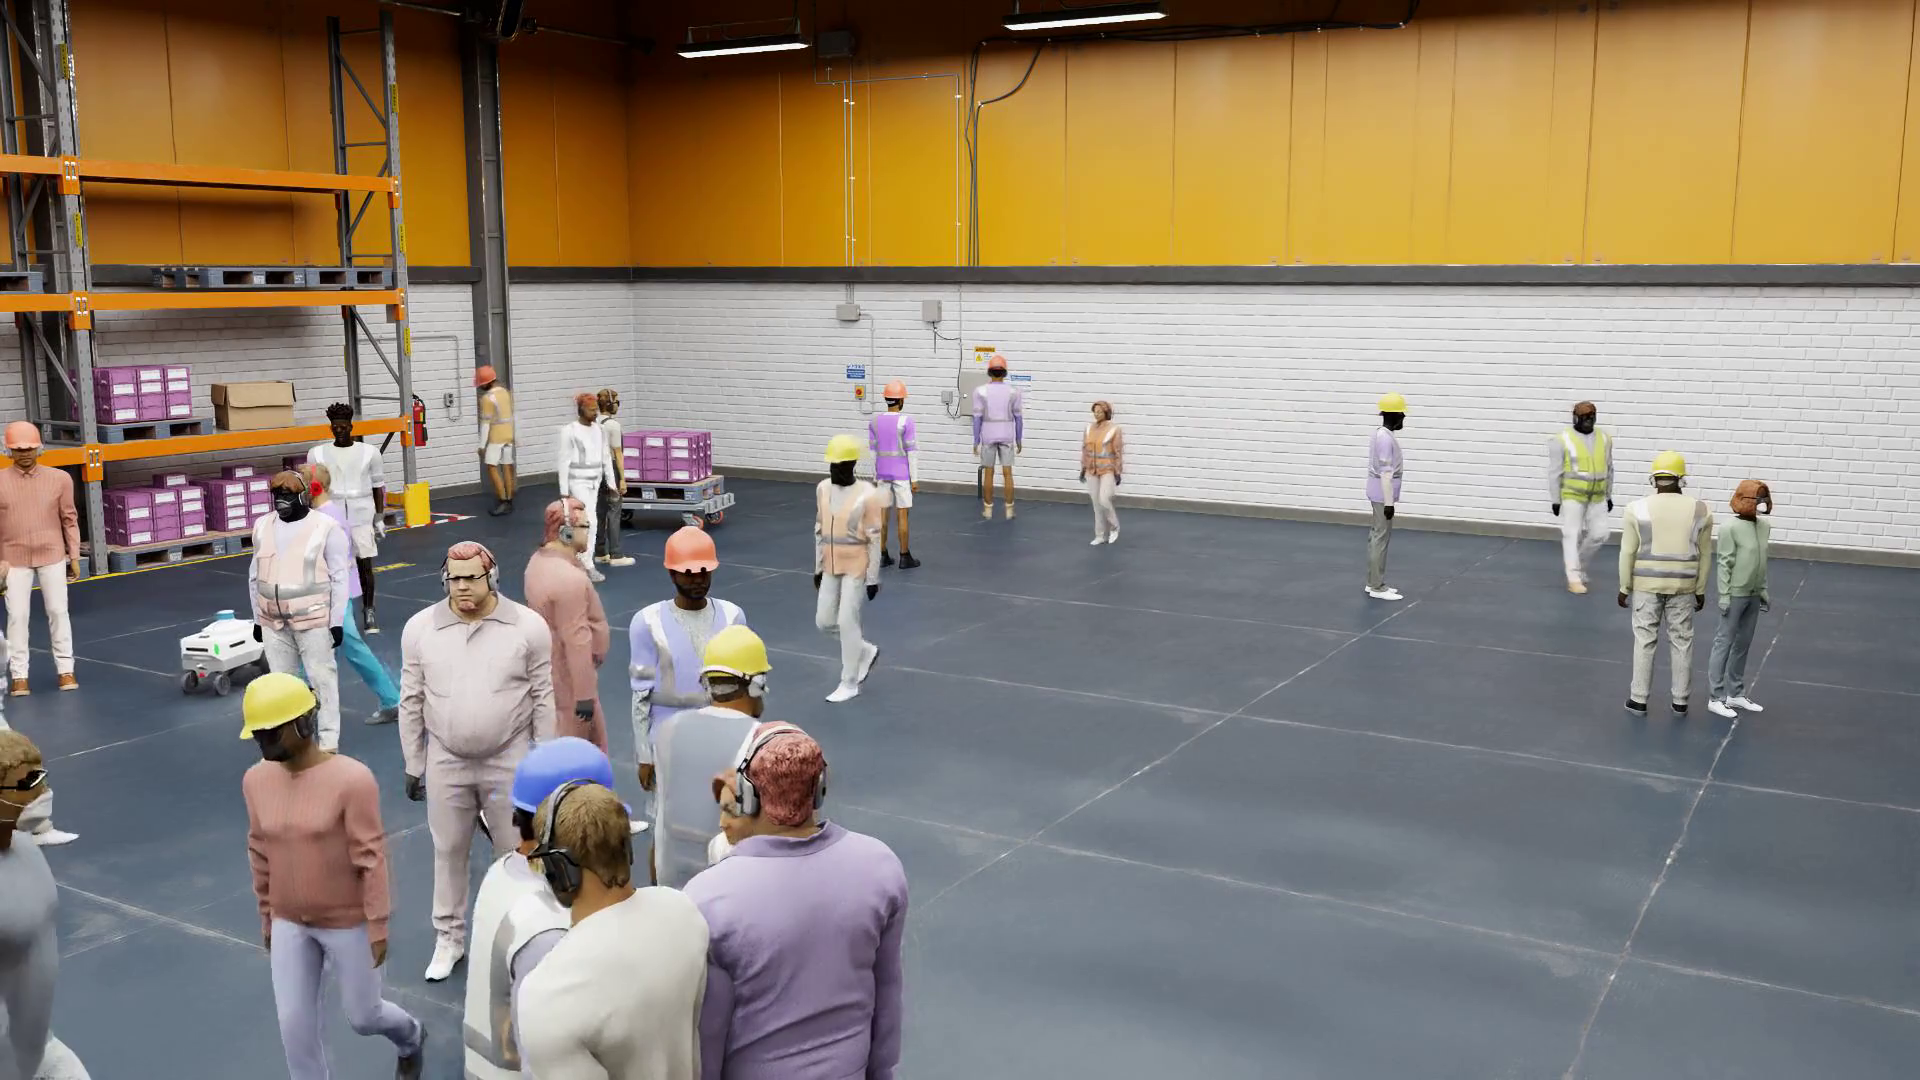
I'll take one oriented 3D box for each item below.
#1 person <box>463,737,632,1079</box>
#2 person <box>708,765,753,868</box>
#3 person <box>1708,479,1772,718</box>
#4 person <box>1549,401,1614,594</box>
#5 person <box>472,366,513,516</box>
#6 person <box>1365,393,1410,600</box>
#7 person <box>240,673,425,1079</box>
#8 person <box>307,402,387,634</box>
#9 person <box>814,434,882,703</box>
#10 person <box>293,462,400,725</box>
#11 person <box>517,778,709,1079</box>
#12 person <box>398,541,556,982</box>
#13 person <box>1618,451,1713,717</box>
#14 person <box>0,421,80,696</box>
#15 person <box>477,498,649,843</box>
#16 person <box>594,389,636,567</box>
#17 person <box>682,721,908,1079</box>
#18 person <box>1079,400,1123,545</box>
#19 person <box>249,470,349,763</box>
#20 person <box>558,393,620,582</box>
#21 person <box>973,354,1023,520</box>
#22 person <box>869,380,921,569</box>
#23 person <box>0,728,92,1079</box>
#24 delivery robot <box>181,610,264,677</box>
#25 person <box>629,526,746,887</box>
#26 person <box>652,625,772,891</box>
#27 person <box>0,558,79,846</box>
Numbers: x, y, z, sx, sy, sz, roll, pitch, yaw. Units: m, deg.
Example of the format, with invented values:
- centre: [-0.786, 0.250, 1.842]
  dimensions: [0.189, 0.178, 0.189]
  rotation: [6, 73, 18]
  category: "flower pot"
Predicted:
- centre: [-1.124, 1.429, 4.182]
  dimensions: [0.990, 1.900, 0.616]
  rotation: [-4, 10, -25]
  category: "person"
- centre: [-0.536, 1.429, 4.991]
  dimensions: [0.507, 1.618, 0.525]
  rotation: [-7, 11, -37]
  category: "person"
- centre: [5.388, 0.392, 11.440]
  dimensions: [0.499, 1.634, 0.280]
  rotation: [-5, 11, -30]
  category: "person"
- centre: [5.907, -0.409, 15.823]
  dimensions: [0.654, 1.832, 0.433]
  rotation: [-1, 9, -9]
  category: "person"
- centre: [-5.816, -1.246, 20.917]
  dimensions: [0.392, 1.884, 0.676]
  rotation: [3, 10, 17]
  category: "person"
- centre: [3.986, -0.413, 15.545]
  dimensions: [0.370, 1.929, 0.585]
  rotation: [1, 9, 8]
  category: "person"
- centre: [-2.143, 1.265, 5.715]
  dimensions: [0.539, 1.730, 0.717]
  rotation: [2, 9, 9]
  category: "person"
- centre: [-5.135, -0.175, 13.941]
  dimensions: [0.616, 1.964, 0.361]
  rotation: [-3, 10, -18]
  category: "person"
- centre: [-0.783, 0.187, 11.855]
  dimensions: [0.613, 1.910, 0.516]
  rotation: [8, 12, 40]
  category: "person"
- centre: [-4.177, 0.379, 11.029]
  dimensions: [0.955, 1.804, 0.592]
  rotation: [-5, 10, -27]
  category: "person"
- centre: [-0.770, 1.477, 3.736]
  dimensions: [0.354, 1.932, 0.635]
  rotation: [3, 10, 18]
  category: "person"
- centre: [-2.066, 0.946, 7.138]
  dimensions: [0.650, 1.906, 0.401]
  rotation: [-2, 9, -10]
  category: "person"
- centre: [4.807, 0.304, 11.386]
  dimensions: [0.591, 1.829, 0.404]
  rotation: [2, 9, 11]
  category: "person"
- centre: [-6.676, 0.131, 11.983]
  dimensions: [0.620, 1.985, 0.410]
  rotation: [-6, 11, -33]
  category: "person"
- centre: [-2.096, 0.712, 8.691]
  dimensions: [0.867, 1.877, 0.653]
  rotation: [-4, 10, -25]
  category: "person"
- centre: [-3.638, -0.645, 17.255]
  dimensions: [0.513, 1.845, 0.340]
  rotation: [8, 12, 40]
  category: "person"
- centre: [-0.449, 1.402, 4.285]
  dimensions: [0.651, 1.907, 0.409]
  rotation: [-6, 11, -35]
  category: "person"
- centre: [1.565, -0.740, 18.512]
  dimensions: [0.513, 1.630, 0.360]
  rotation: [8, 12, 42]
  category: "person"
- centre: [-4.051, 0.492, 10.169]
  dimensions: [0.621, 1.845, 0.429]
  rotation: [1, 9, 8]
  category: "person"
- centre: [-3.633, -0.521, 16.419]
  dimensions: [0.667, 1.859, 0.578]
  rotation: [5, 10, 27]
  category: "person"
- centre: [0.465, -1.270, 20.545]
  dimensions: [0.615, 2.041, 0.390]
  rotation: [0, 9, -2]
  category: "person"
- centre: [-0.666, -0.671, 17.123]
  dimensions: [0.543, 1.940, 0.361]
  rotation: [5, 10, 28]
  category: "person"
- centre: [-2.440, 1.402, 4.354]
  dimensions: [1.030, 1.879, 0.656]
  rotation: [-2, 9, -12]
  category: "person"
- centre: [-5.373, 0.759, 12.214]
  dimensions: [0.477, 0.478, 0.707]
  rotation: [2, 9, 13]
  category: "delivery robot"
- centre: [-1.172, 0.895, 7.350]
  dimensions: [0.543, 1.939, 0.360]
  rotation: [-5, 11, -30]
  category: "person"
- centre: [-0.780, 1.199, 5.915]
  dimensions: [0.642, 1.793, 0.732]
  rotation: [6, 11, 32]
  category: "person"
- centre: [-5.155, 0.870, 8.603]
  dimensions: [0.866, 1.600, 0.544]
  rotation: [-6, 11, -34]
  category: "person"
